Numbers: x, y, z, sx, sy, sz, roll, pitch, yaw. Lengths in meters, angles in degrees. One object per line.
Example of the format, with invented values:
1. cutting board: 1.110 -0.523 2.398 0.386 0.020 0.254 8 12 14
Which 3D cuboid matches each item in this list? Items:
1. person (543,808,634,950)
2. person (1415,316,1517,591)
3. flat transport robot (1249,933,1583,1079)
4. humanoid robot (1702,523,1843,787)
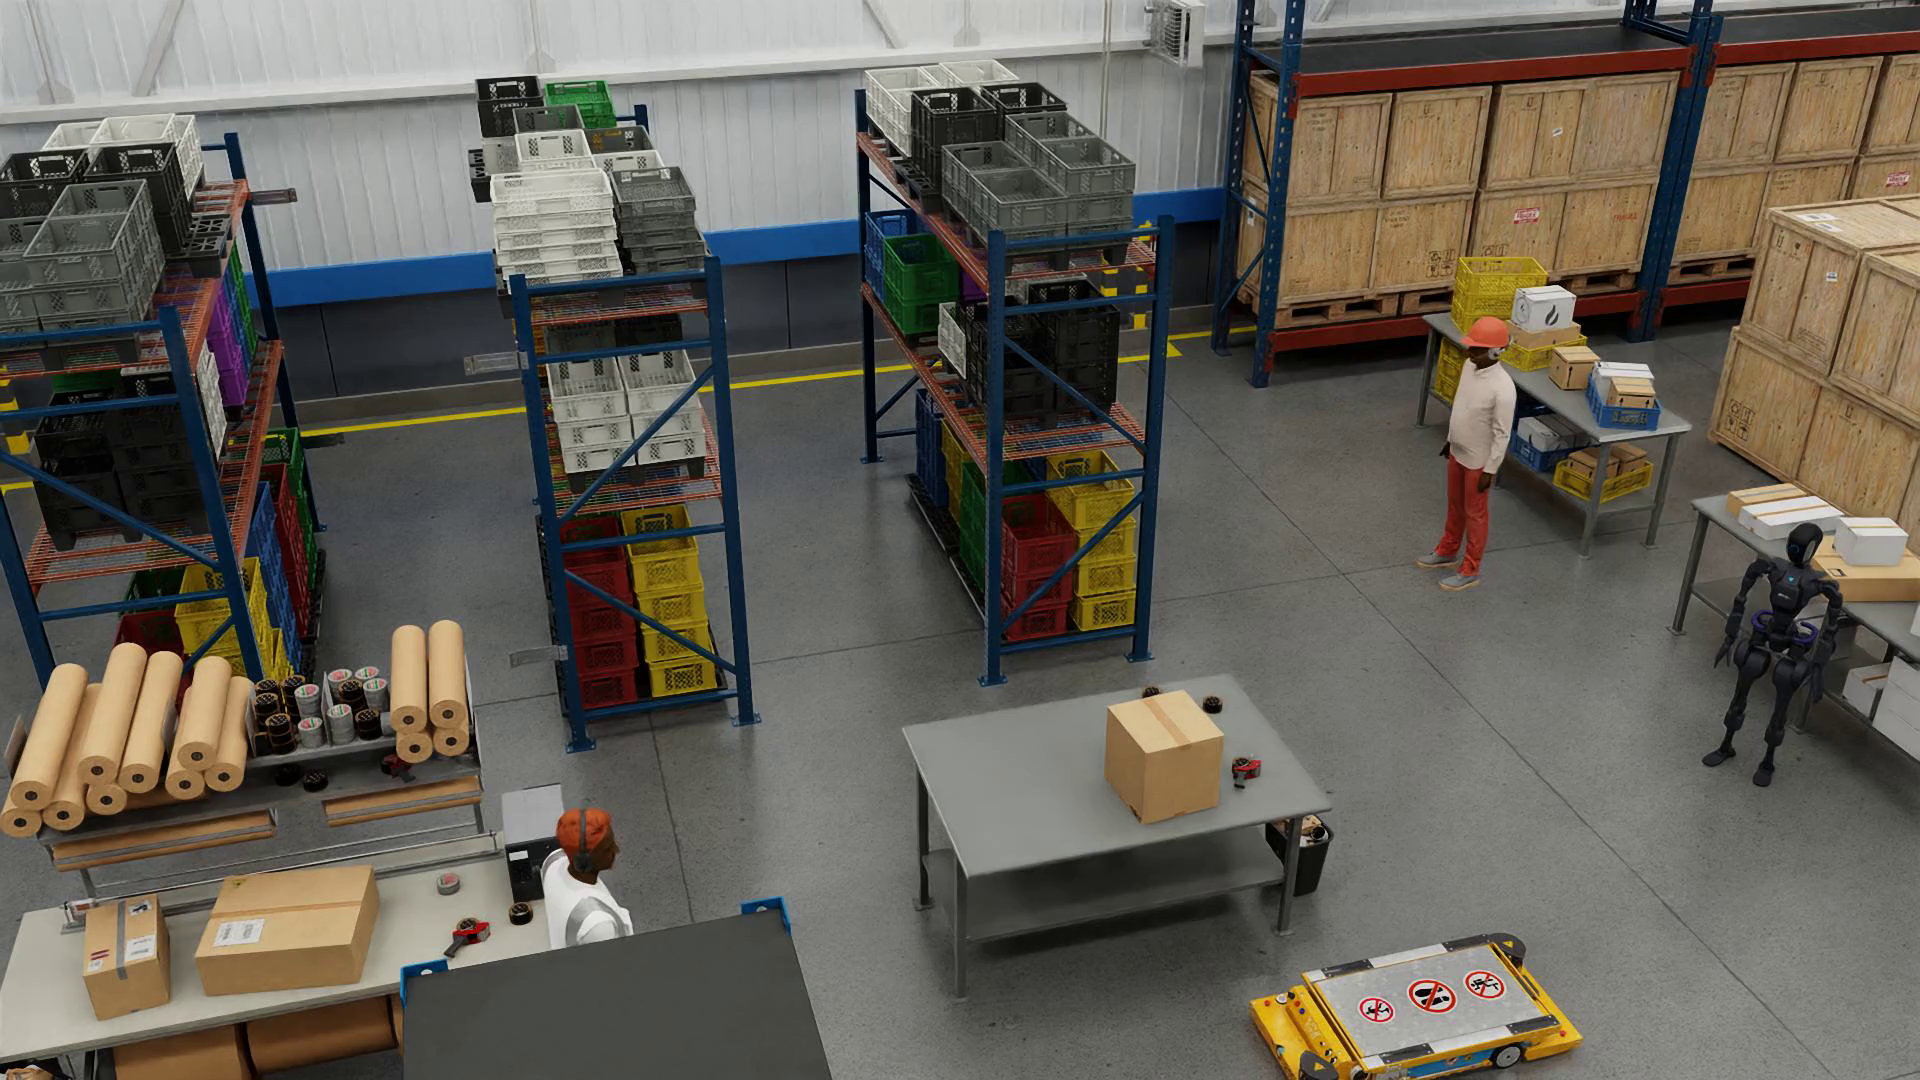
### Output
1. person: -1.514 1.911 7.008 0.340 1.881 0.582 -17 33 -28
2. person: 3.520 -0.599 11.459 0.375 1.995 0.609 -7 29 -12
3. flat transport robot: 2.184 2.282 7.980 1.431 0.197 0.652 -8 30 -14
4. humanoid robot: 4.661 0.648 9.506 0.614 1.657 0.308 24 37 36
